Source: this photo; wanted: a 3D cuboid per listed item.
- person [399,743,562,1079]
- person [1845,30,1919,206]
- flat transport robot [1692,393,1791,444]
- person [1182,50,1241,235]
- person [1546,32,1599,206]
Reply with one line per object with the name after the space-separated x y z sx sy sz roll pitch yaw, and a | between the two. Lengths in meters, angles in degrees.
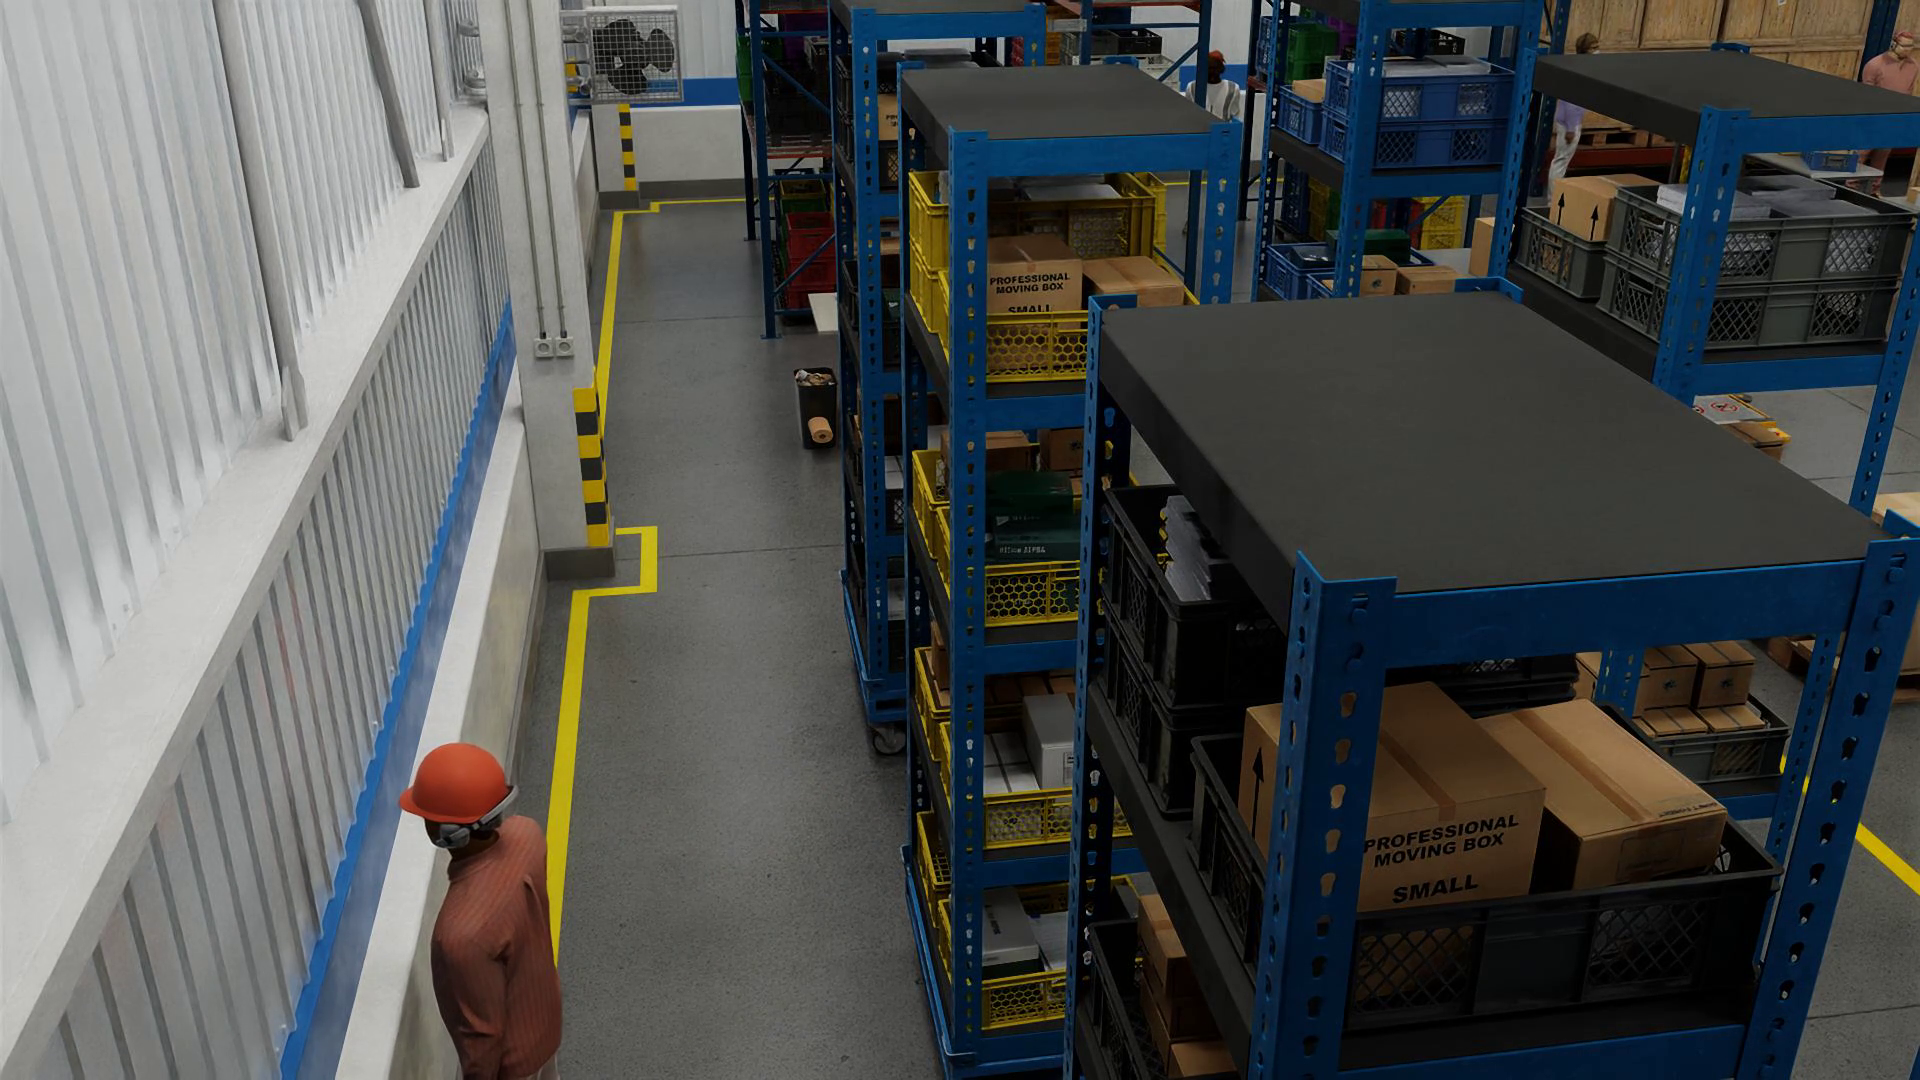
-1.380 1.479 5.001 0.378 1.996 0.610 1 25 3 | person
10.301 -4.700 18.543 0.638 1.907 0.408 -4 25 -8 | person
5.224 -0.859 12.132 1.431 0.197 0.652 -4 25 -8 | flat transport robot
2.596 -4.128 17.323 0.584 1.883 0.339 4 25 9 | person
6.667 -4.530 18.131 0.376 1.940 0.627 10 27 21 | person
